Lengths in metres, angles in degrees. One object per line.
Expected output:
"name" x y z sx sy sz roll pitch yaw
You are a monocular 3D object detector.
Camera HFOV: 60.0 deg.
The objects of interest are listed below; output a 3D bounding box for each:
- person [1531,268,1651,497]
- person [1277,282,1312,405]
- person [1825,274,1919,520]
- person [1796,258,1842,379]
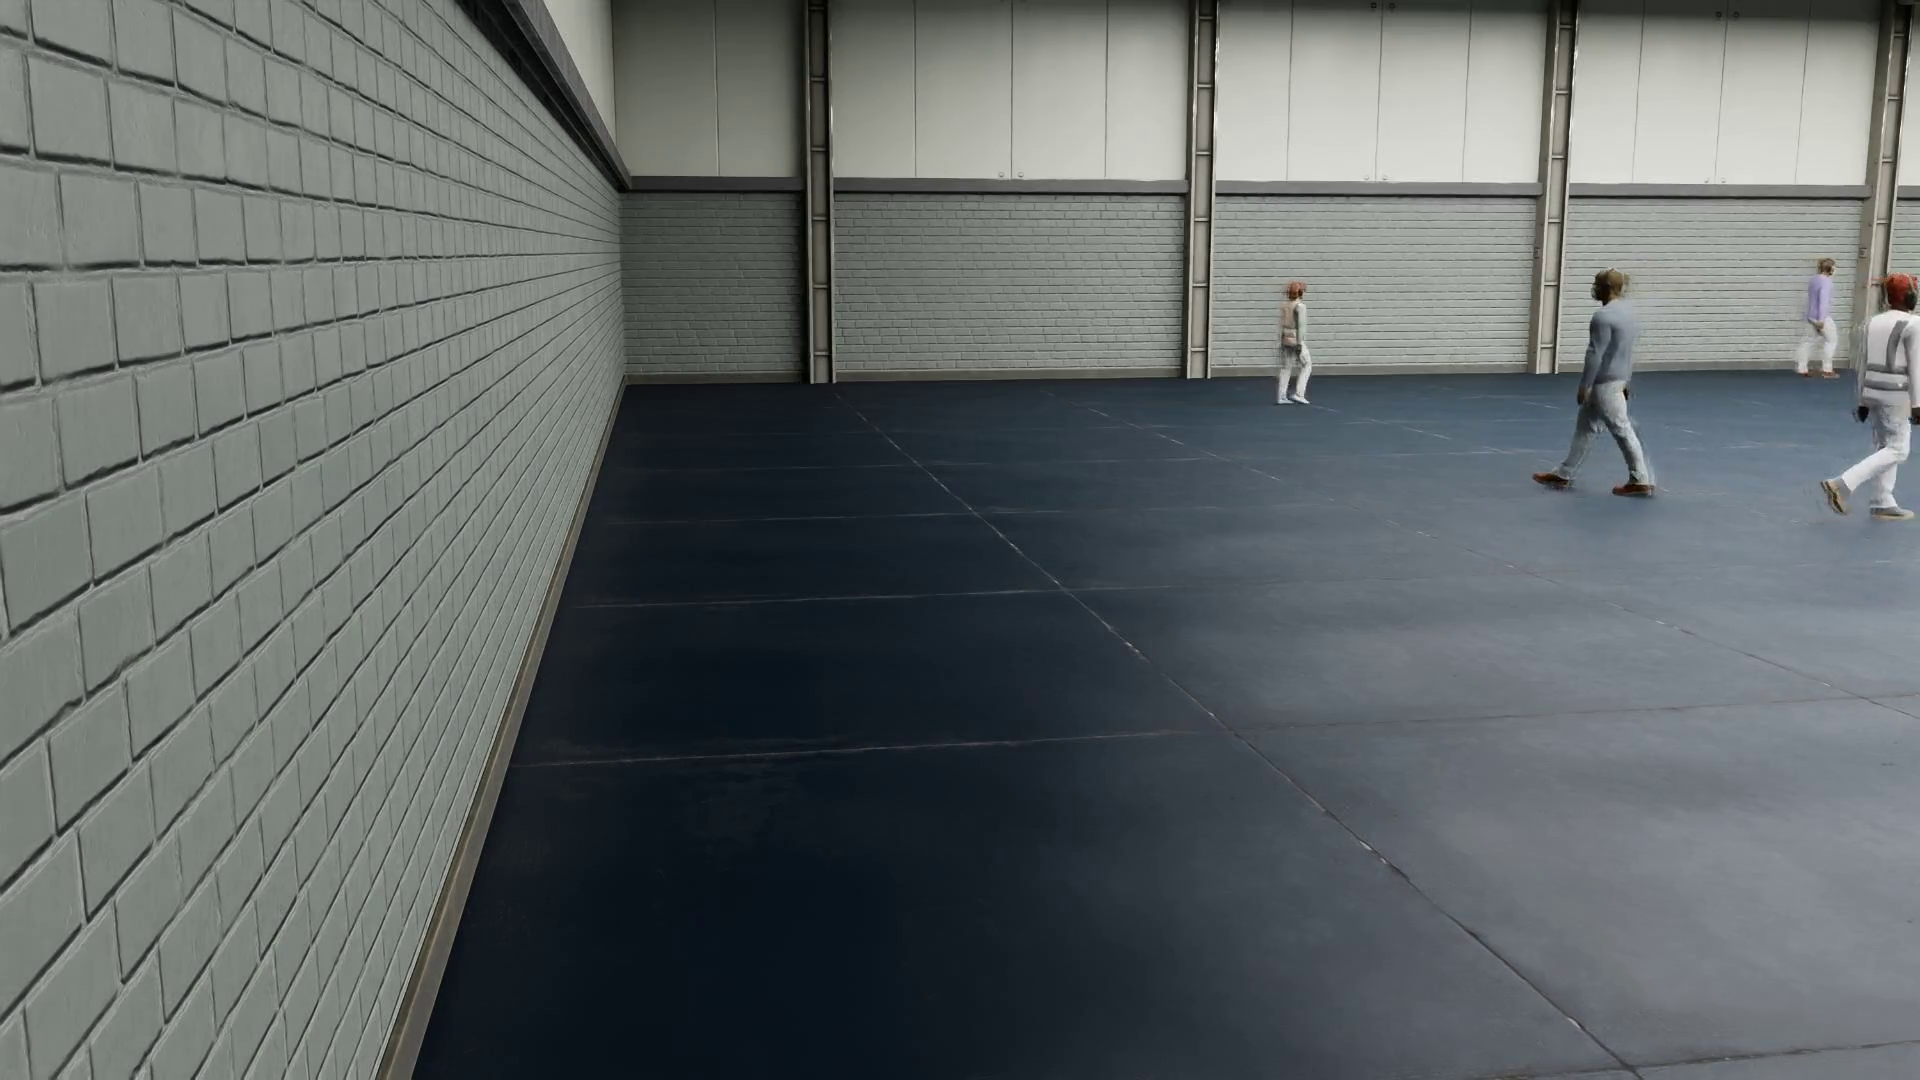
"person" 5.347 -1.314 13.869 1.009 1.885 0.647 7 12 36
"person" 4.435 -2.581 21.921 0.523 1.622 0.524 -4 11 -22
"person" 6.857 -1.049 12.398 0.696 1.862 0.592 -1 10 -4
"person" 13.725 -3.501 26.377 0.779 1.913 0.646 1 10 4
